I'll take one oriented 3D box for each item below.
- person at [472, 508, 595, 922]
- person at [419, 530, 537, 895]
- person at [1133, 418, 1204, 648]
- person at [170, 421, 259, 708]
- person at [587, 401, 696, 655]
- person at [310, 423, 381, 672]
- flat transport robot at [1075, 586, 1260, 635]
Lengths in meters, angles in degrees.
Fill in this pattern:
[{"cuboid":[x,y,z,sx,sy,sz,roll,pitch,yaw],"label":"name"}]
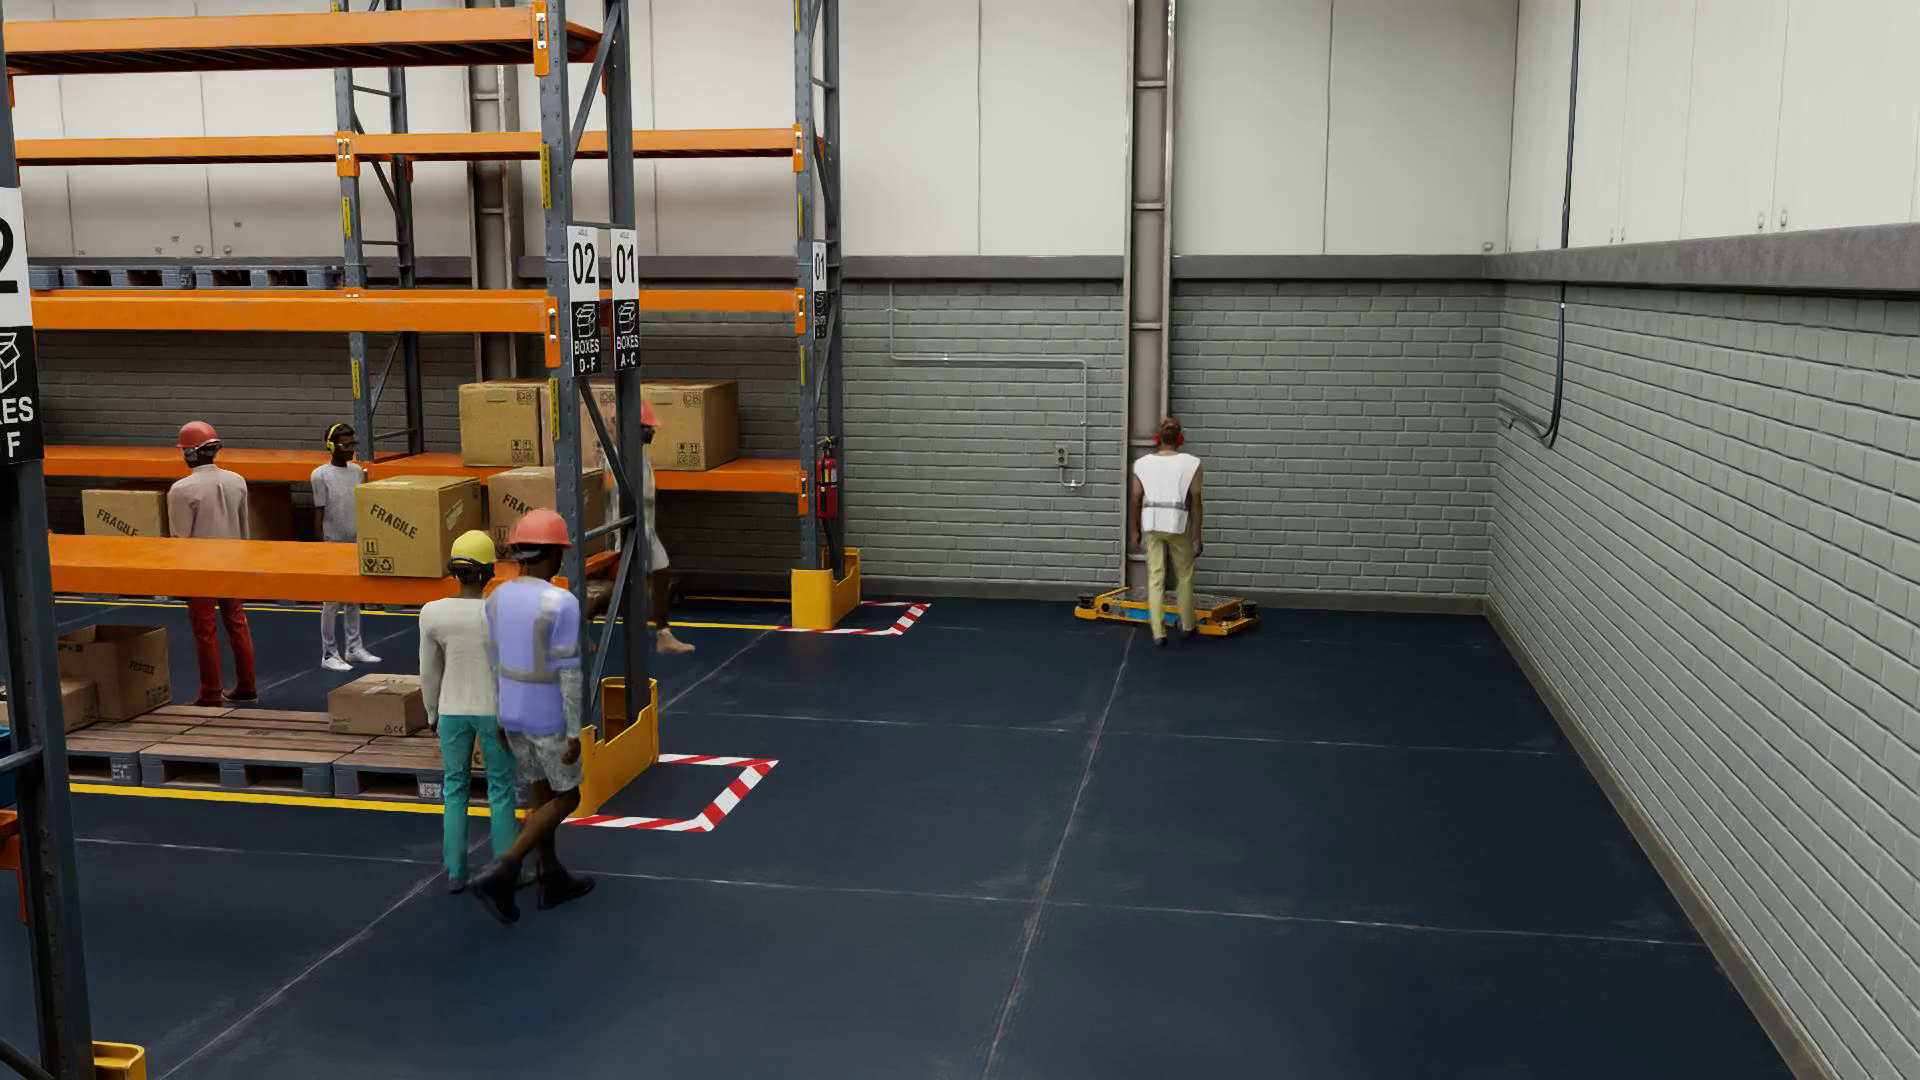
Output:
[{"cuboid":[-1.986,0.812,7.655,0.562,1.906,0.631,6,11,33],"label":"person"},{"cuboid":[-2.308,0.830,7.989,0.534,1.766,0.318,1,9,6],"label":"person"},{"cuboid":[1.697,-0.070,13.389,0.596,1.816,0.763,3,10,20],"label":"person"},{"cuboid":[-5.102,0.181,11.330,0.401,1.986,0.612,4,10,24],"label":"person"},{"cuboid":[-2.586,-0.081,12.898,0.941,2.011,0.608,2,9,9],"label":"person"},{"cuboid":[-4.631,0.046,12.541,0.318,1.868,0.542,4,10,23],"label":"person"},{"cuboid":[1.755,0.584,14.137,1.431,0.197,0.652,6,11,33],"label":"flat transport robot"}]
